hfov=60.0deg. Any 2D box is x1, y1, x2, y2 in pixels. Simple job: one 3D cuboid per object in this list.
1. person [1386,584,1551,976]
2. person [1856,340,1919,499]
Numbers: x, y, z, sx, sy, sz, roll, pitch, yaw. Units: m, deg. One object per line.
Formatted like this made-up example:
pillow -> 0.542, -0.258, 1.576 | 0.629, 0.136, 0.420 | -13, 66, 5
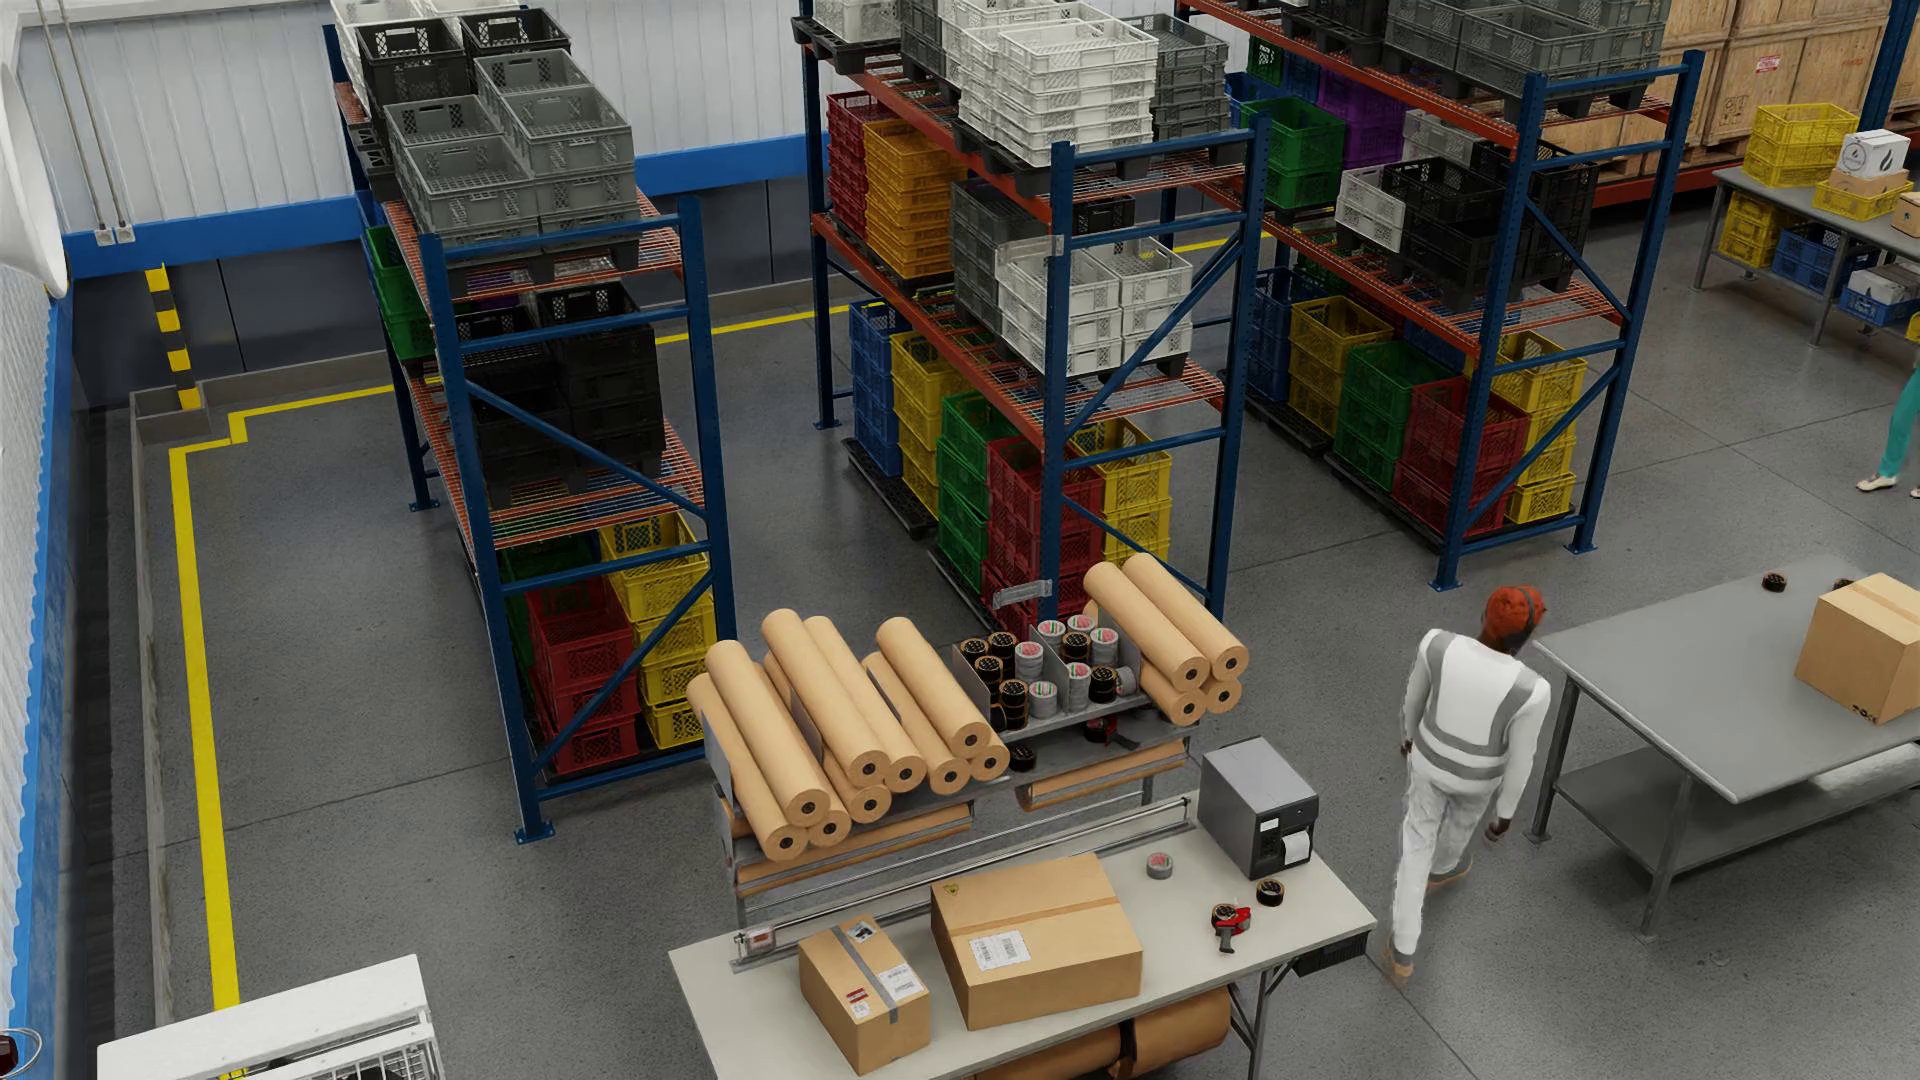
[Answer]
person -> 2.094, 0.937, 6.954 | 0.586, 1.835, 0.931 | 16, 35, 25
person -> 6.036, -1.001, 10.194 | 0.663, 1.733, 0.535 | -12, 33, -18
